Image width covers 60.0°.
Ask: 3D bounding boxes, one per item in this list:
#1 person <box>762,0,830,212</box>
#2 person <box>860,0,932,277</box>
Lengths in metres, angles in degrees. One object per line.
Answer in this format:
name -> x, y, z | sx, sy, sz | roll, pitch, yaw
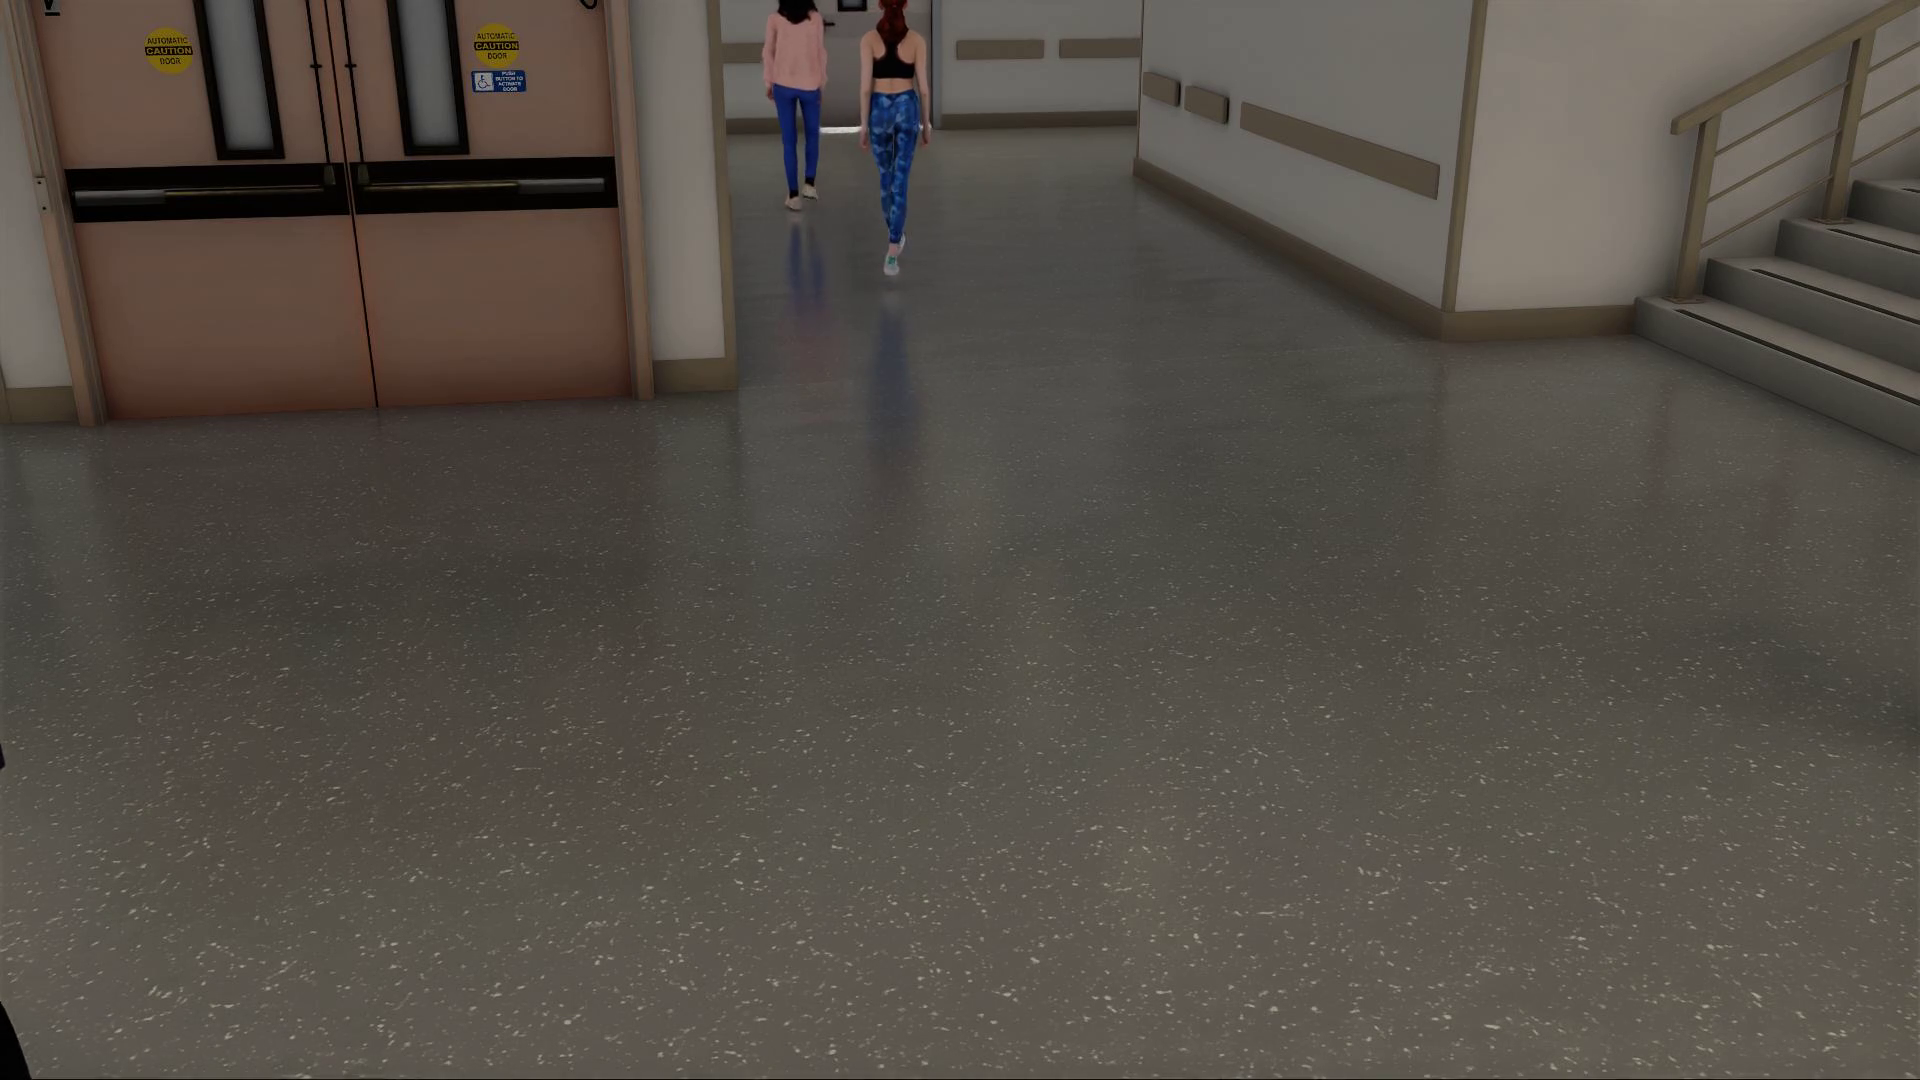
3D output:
person -> -1.231, -3.376, 12.572 | 0.571, 1.750, 0.726 | -3, 21, -7
person -> -0.402, -2.461, 10.186 | 1.217, 1.729, 0.821 | 1, 21, 2
